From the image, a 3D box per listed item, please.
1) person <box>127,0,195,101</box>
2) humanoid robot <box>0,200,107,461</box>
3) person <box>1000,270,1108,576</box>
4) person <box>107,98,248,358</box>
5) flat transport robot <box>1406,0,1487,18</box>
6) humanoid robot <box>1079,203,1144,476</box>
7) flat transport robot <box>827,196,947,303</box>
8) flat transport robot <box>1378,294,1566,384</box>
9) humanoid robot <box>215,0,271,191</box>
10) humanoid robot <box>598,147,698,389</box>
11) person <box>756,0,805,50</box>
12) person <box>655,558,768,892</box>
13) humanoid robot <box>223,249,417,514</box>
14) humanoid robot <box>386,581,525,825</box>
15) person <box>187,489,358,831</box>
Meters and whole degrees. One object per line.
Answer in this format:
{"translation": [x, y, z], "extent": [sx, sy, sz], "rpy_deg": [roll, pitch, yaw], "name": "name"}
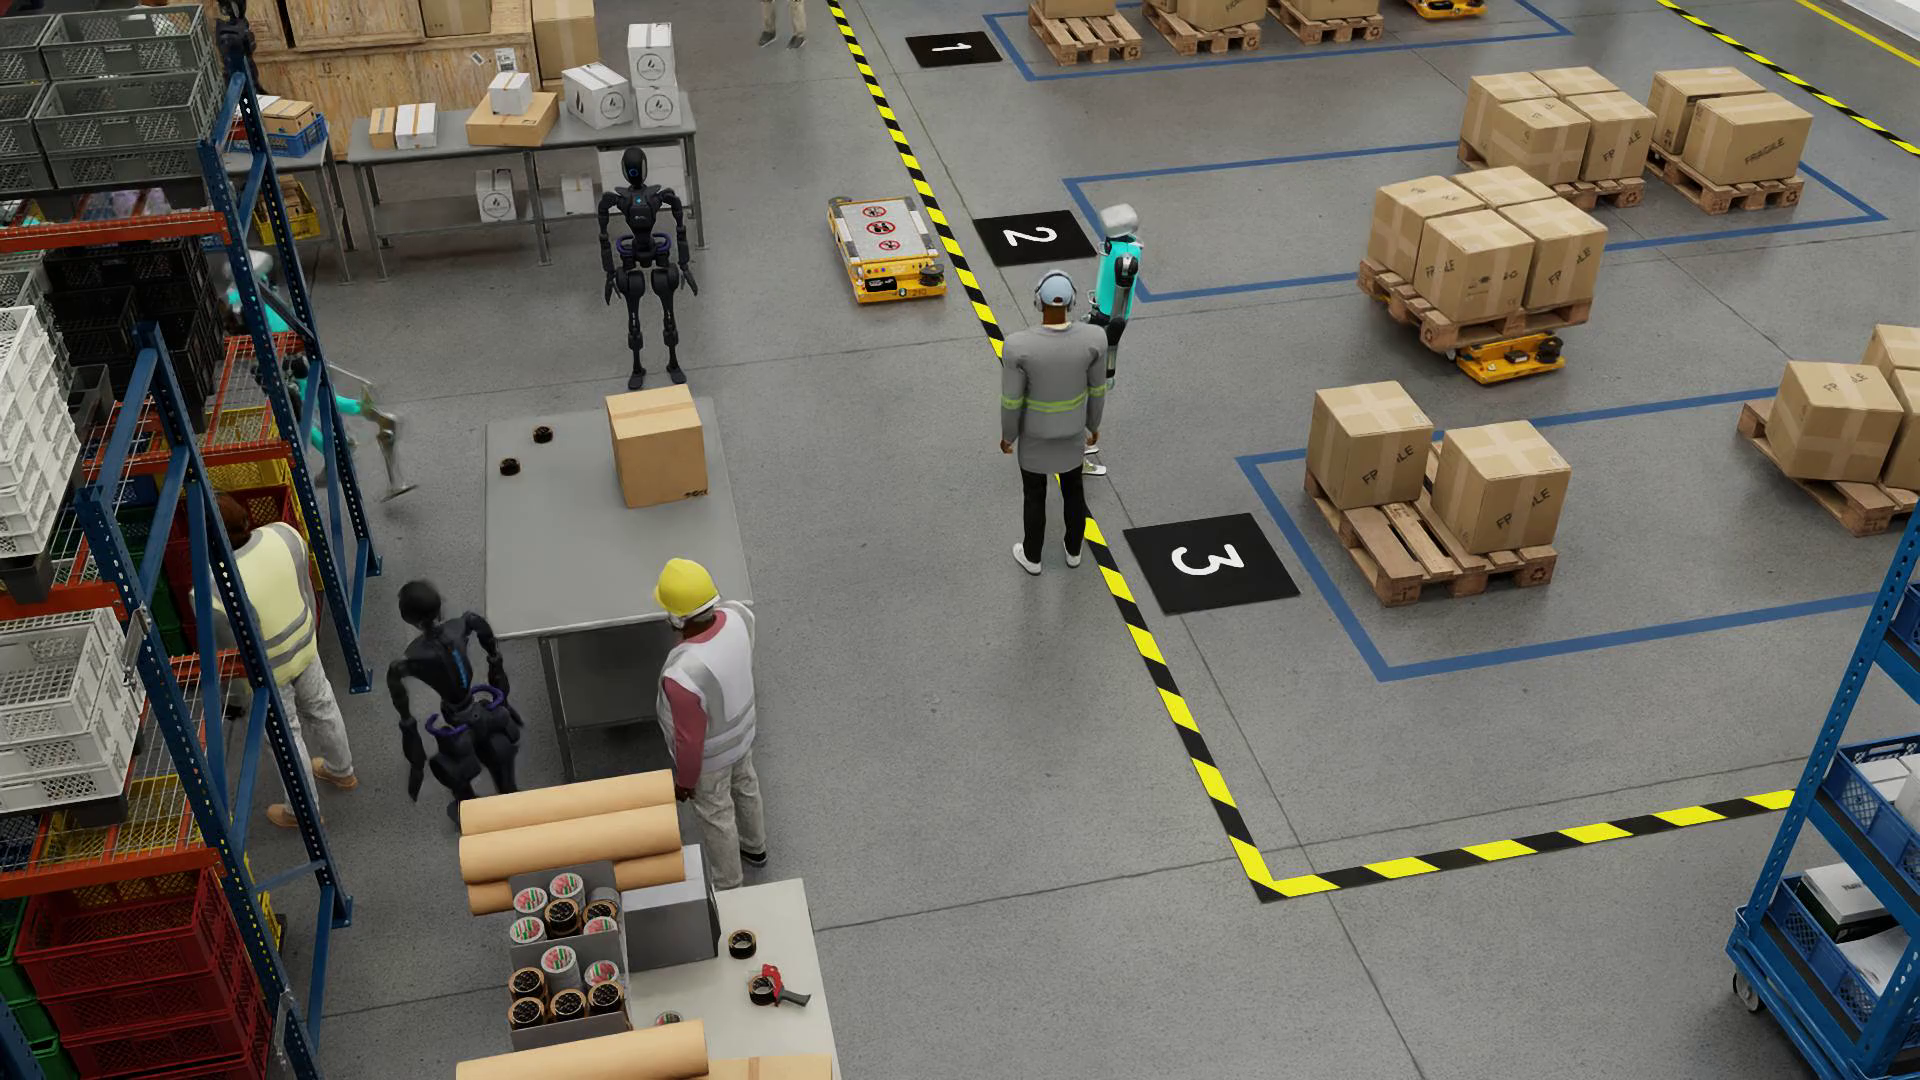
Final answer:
{"translation": [-6.020, -3.436, 12.773], "extent": [0.603, 1.939, 0.408], "rpy_deg": [29, 45, 33], "name": "person"}
{"translation": [-5.486, -1.139, 9.783], "extent": [0.533, 1.694, 0.745], "rpy_deg": [5, 37, 7], "name": "humanoid robot"}
{"translation": [0.492, -0.636, 9.082], "extent": [0.590, 1.851, 0.400], "rpy_deg": [-7, 37, -10], "name": "person"}
{"translation": [-5.096, -1.905, 10.679], "extent": [1.065, 1.982, 0.628], "rpy_deg": [-2, 37, -2], "name": "person"}
{"translation": [4.853, -5.777, 17.294], "extent": [0.652, 0.197, 1.431], "rpy_deg": [-8, 37, -10], "name": "flat transport robot"}
{"translation": [0.669, -1.158, 9.765], "extent": [0.735, 1.681, 0.533], "rpy_deg": [-1, 37, -2], "name": "humanoid robot"}
{"translation": [-0.570, -2.220, 12.538], "extent": [0.659, 0.231, 1.431], "rpy_deg": [-8, 37, -10], "name": "flat transport robot"}
{"translation": [3.540, -1.569, 11.639], "extent": [0.652, 0.197, 1.431], "rpy_deg": [-12, 38, -15], "name": "flat transport robot"}
{"translation": [-5.664, -3.514, 13.107], "extent": [0.444, 1.638, 0.613], "rpy_deg": [-1, 37, -2], "name": "humanoid robot"}
{"translation": [-2.006, -1.745, 10.706], "extent": [0.599, 1.657, 0.315], "rpy_deg": [-7, 37, -9], "name": "humanoid robot"}
{"translation": [-1.649, -5.457, 15.650], "extent": [0.602, 1.731, 0.499], "rpy_deg": [24, 43, 29], "name": "person"}
{"translation": [-1.075, 0.835, 7.122], "extent": [0.403, 1.828, 0.595], "rpy_deg": [13, 39, 17], "name": "person"}
{"translation": [-3.595, -0.831, 9.483], "extent": [1.039, 1.768, 0.544], "rpy_deg": [-1, 37, -1], "name": "humanoid robot"}
{"translation": [-2.142, 0.857, 7.282], "extent": [0.806, 1.630, 0.602], "rpy_deg": [25, 43, 30], "name": "humanoid robot"}
{"translation": [-3.122, 0.545, 7.507], "extent": [0.431, 1.839, 0.618], "rpy_deg": [14, 39, 17], "name": "person"}
